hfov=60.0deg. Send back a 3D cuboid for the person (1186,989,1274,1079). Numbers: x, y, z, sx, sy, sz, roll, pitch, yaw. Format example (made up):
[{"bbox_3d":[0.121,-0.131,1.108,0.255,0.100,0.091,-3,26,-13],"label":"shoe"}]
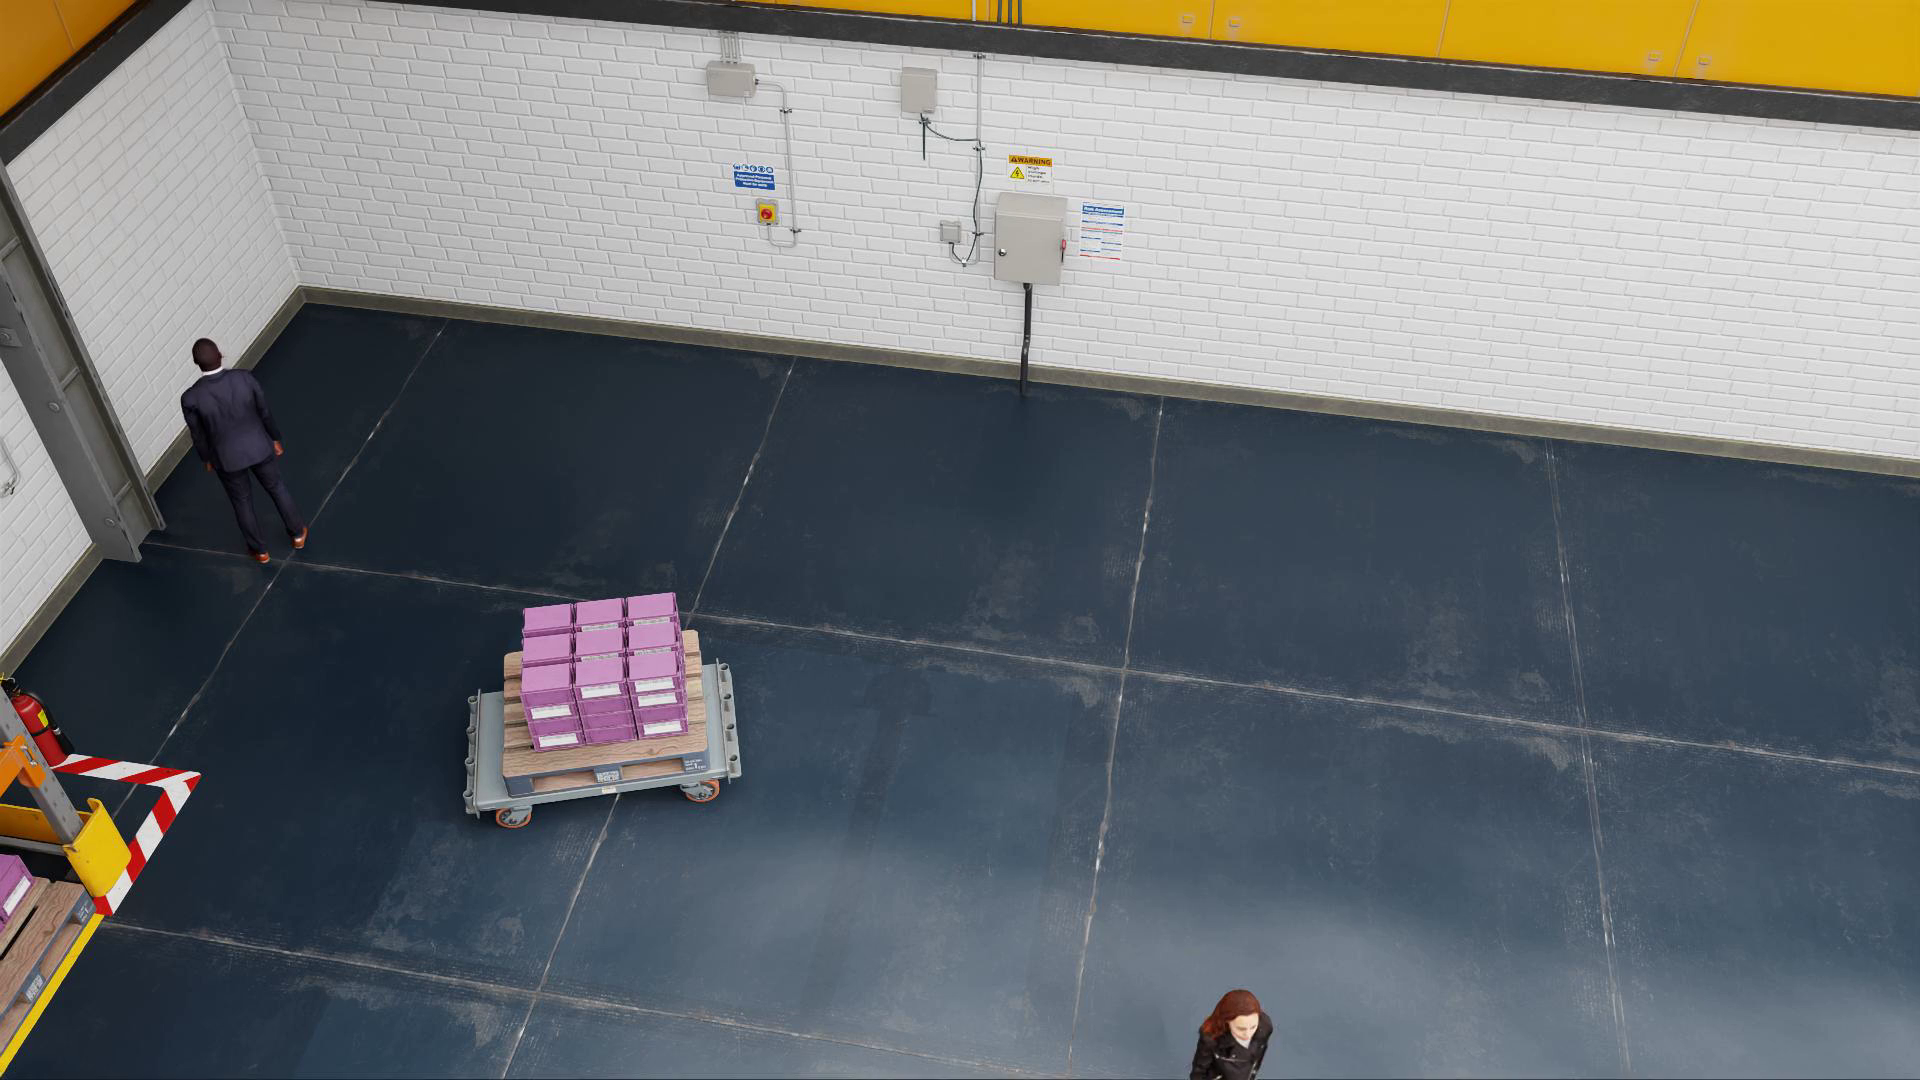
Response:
[{"bbox_3d":[1.281,2.597,8.251,0.833,1.440,1.038,-10,45,-10],"label":"person"}]

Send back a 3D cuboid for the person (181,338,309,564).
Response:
[{"bbox_3d":[-4.888,-0.607,11.336,0.782,1.822,0.832,-24,49,-23],"label":"person"}]
